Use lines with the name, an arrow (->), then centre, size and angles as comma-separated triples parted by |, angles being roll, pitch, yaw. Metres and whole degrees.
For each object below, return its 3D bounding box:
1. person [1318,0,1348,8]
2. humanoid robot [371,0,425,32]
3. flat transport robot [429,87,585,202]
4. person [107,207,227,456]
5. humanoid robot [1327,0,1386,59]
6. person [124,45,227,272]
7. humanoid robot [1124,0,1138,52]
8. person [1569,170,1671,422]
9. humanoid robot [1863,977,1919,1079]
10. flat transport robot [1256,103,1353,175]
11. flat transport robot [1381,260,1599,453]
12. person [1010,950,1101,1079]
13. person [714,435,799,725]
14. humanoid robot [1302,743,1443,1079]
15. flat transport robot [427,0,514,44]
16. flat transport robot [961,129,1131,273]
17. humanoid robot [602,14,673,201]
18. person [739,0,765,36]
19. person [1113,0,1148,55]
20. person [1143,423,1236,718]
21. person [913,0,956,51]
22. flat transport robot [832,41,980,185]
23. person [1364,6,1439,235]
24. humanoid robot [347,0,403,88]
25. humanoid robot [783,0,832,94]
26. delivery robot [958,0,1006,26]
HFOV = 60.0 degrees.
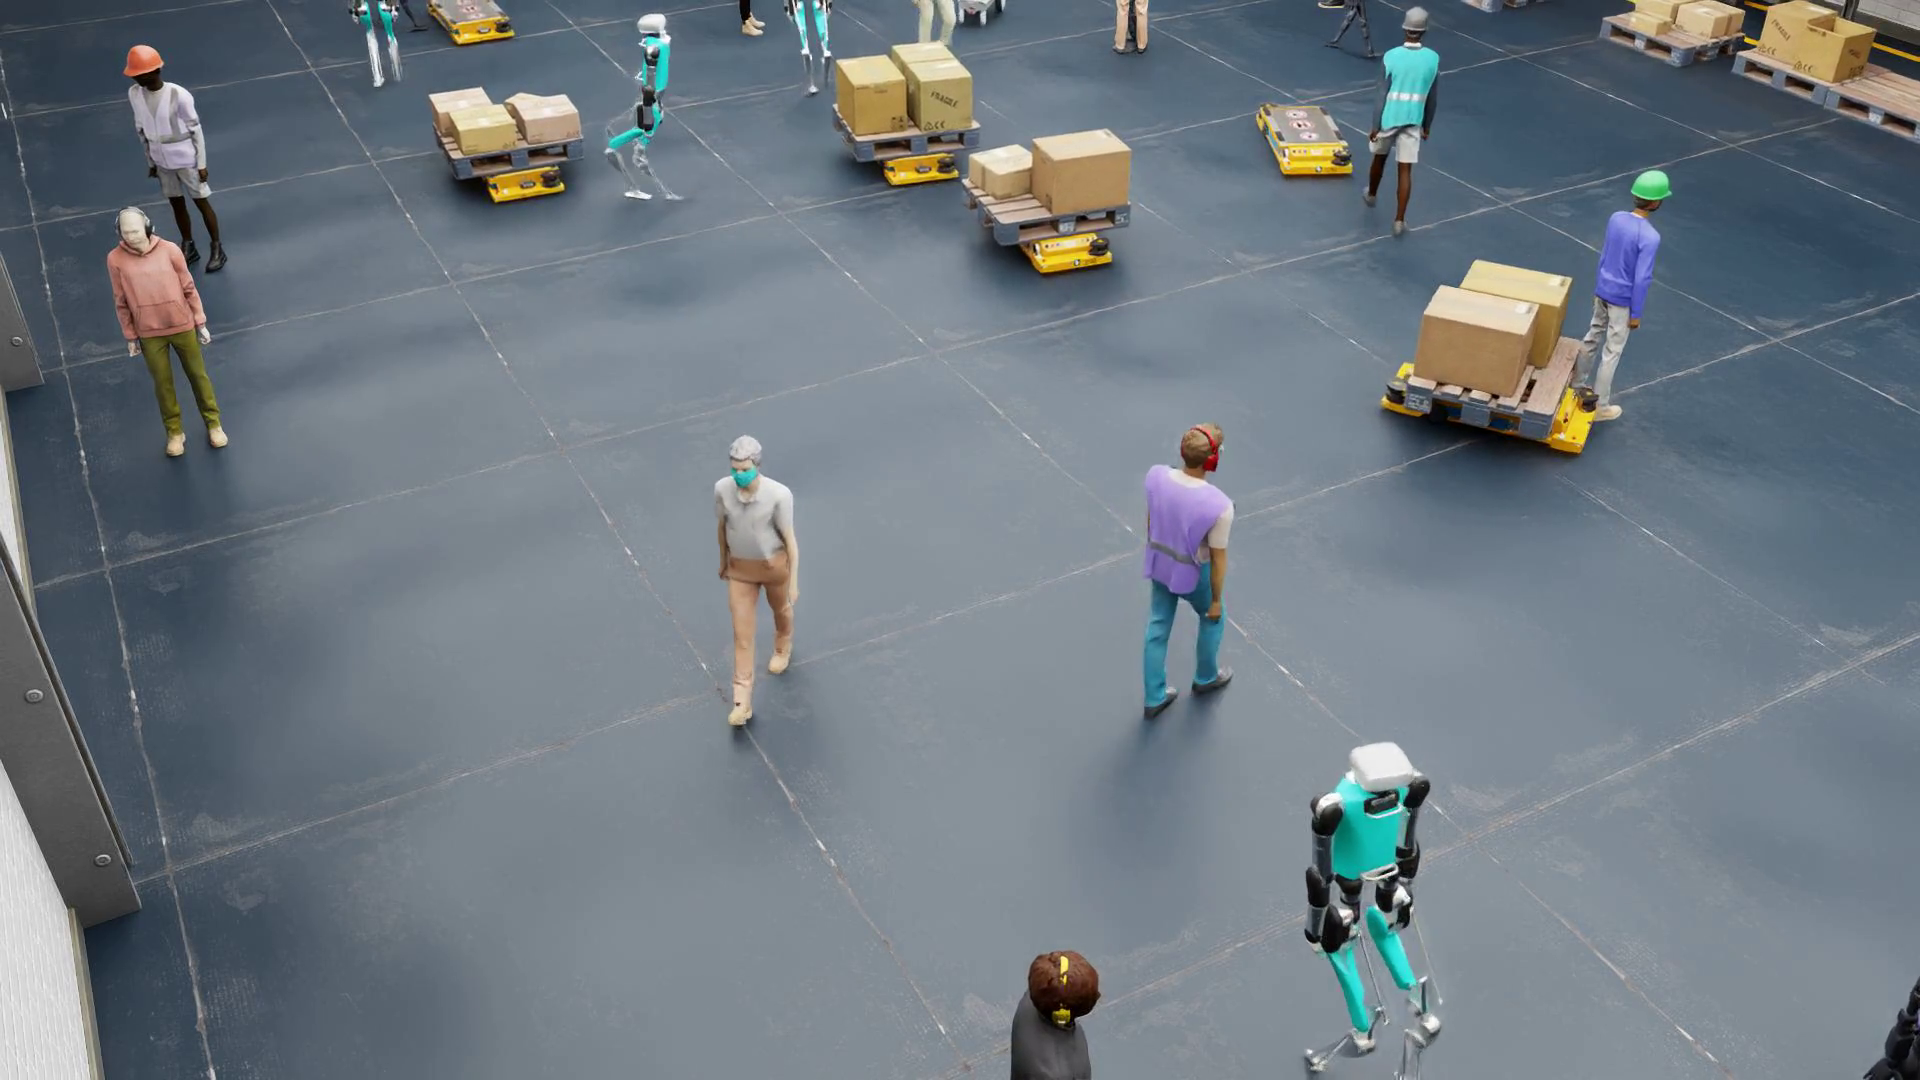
person -> 4.517, -7.329, 19.721 | 0.393, 1.954, 0.616 | 11, 36, 15
humanoid robot -> -6.600, -6.638, 18.996 | 0.720, 1.621, 0.608 | -1, 35, -1
flat transport robot -> -4.269, -3.599, 15.854 | 0.659, 0.231, 1.431 | -15, 38, -20
person -> -5.454, -1.449, 11.419 | 0.535, 1.834, 0.345 | -14, 37, -19
humanoid robot -> 4.465, -6.152, 18.316 | 0.774, 1.626, 0.598 | 21, 40, 27
person -> -6.492, -3.142, 13.751 | 0.545, 1.934, 0.373 | 6, 35, 8
humanoid robot -> 1.914, -6.272, 18.455 | 0.401, 1.638, 0.638 | 2, 35, 3
person -> 4.691, -1.730, 11.804 | 0.375, 1.867, 0.467 | -13, 37, -17
humanoid robot -> 3.949, 2.062, 6.561 | 0.602, 1.637, 0.664 | 3, 35, 4
flat transport robot -> 3.376, -3.952, 16.358 | 0.659, 0.231, 1.431 | -1, 35, -2
flat transport robot -> 3.879, -1.020, 12.172 | 1.431, 0.231, 0.659 | 16, 38, 22
person -> 0.336, 2.201, 6.175 | 0.360, 1.875, 0.491 | -2, 35, -3
person -> -1.134, 0.185, 9.200 | 0.507, 1.695, 0.891 | 6, 35, 8
humanoid robot -> 1.791, 1.737, 6.987 | 0.530, 1.800, 0.801 | -13, 37, -18
flat transport robot -> -5.742, -6.122, 19.456 | 0.659, 0.231, 1.431 | -17, 39, -23
flat transport robot -> 0.751, -2.761, 14.657 | 0.659, 0.231, 1.431 | -12, 37, -16
humanoid robot -> -2.927, -3.811, 14.894 | 0.812, 1.786, 0.538 | 2, 35, 3
person -> -2.419, -6.627, 18.928 | 0.315, 1.699, 0.539 | 0, 35, 0
person -> 1.900, -6.216, 18.363 | 0.465, 1.675, 0.373 | -1, 35, -1
person -> 1.294, 0.136, 9.165 | 0.584, 1.816, 0.759 | 28, 43, 33
person -> -0.247, -5.918, 17.806 | 0.588, 1.823, 0.609 | -19, 39, -25
flat transport robot -> -0.533, -3.823, 16.174 | 0.659, 0.231, 1.431 | -10, 36, -14
person -> 3.893, -3.696, 14.604 | 0.566, 1.870, 0.990 | 3, 35, 5
humanoid robot -> -6.167, -5.613, 17.503 | 0.539, 1.855, 0.677 | -12, 37, -17
humanoid robot -> -1.577, -5.493, 17.325 | 0.546, 1.820, 0.794 | -6, 35, -8
delivery robot -> 0.229, -6.445, 19.681 | 0.499, 0.608, 0.797 | 9, 36, 13
